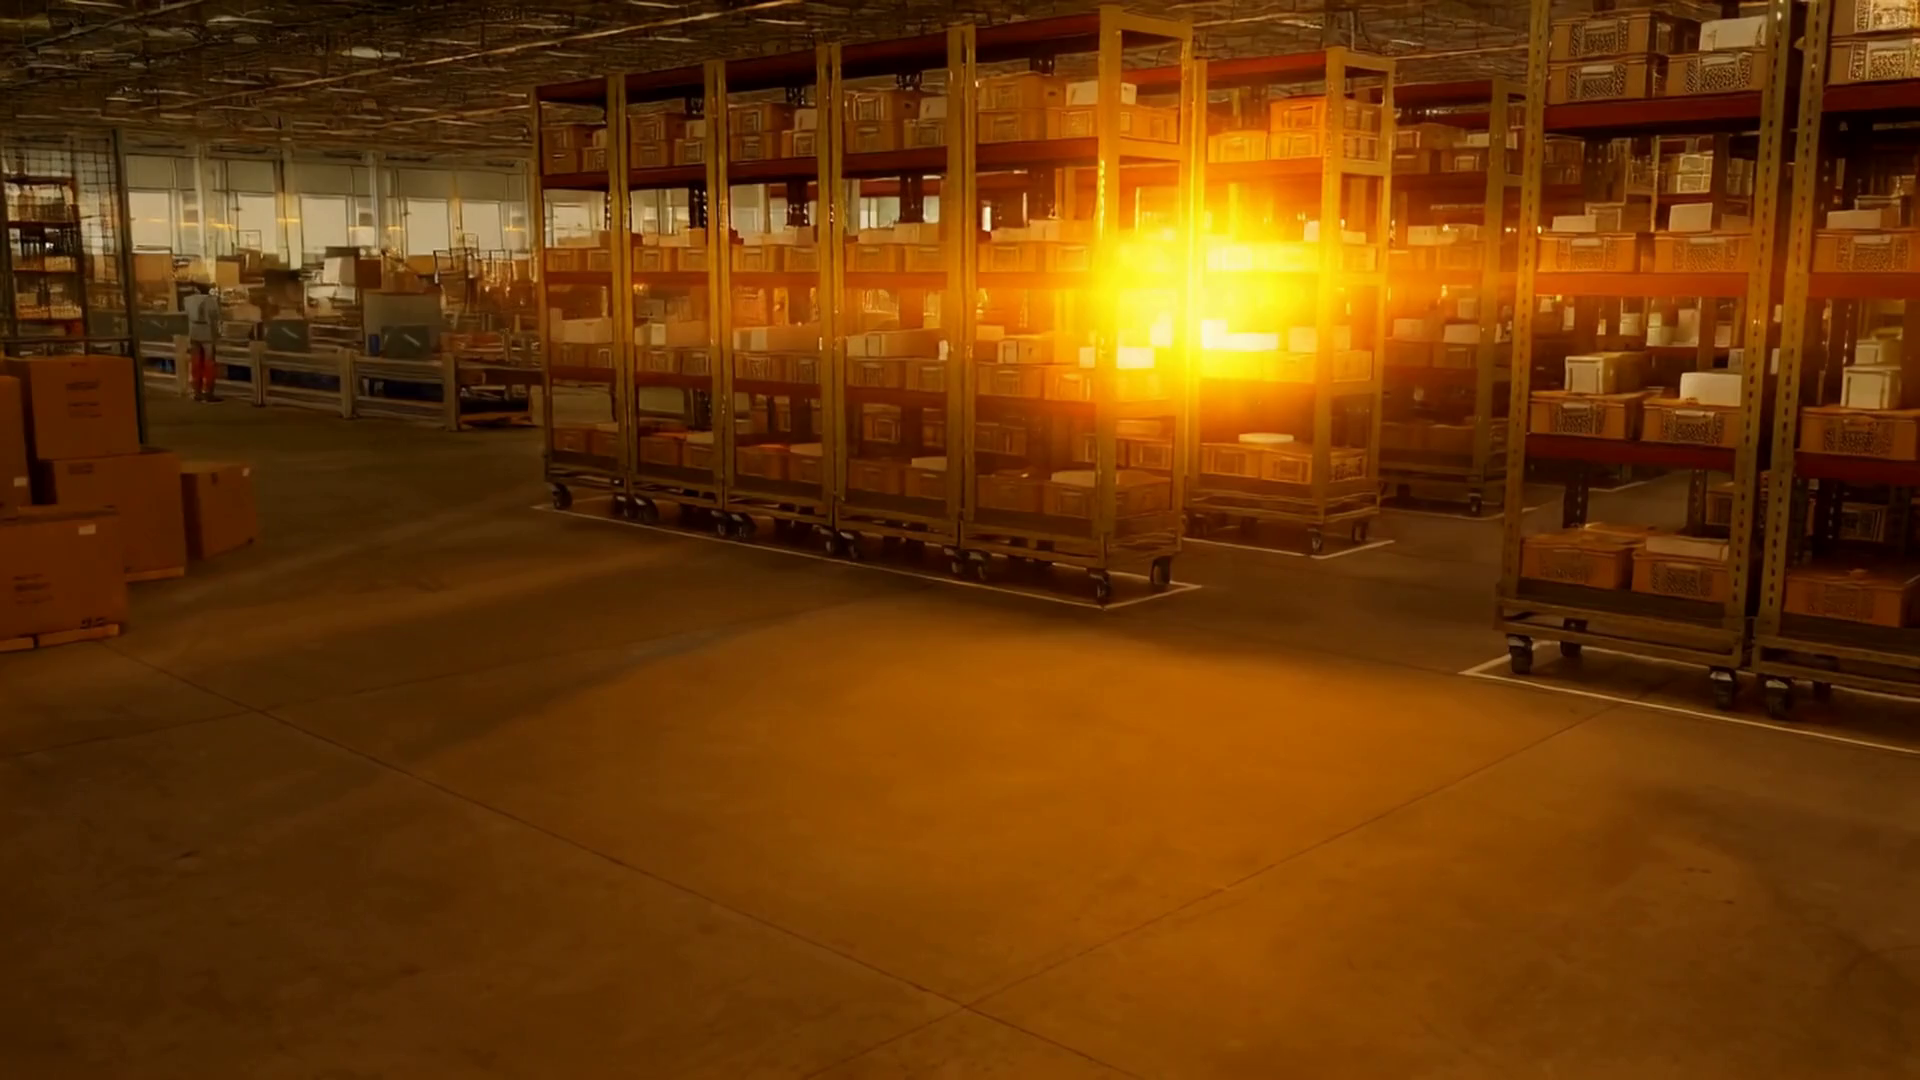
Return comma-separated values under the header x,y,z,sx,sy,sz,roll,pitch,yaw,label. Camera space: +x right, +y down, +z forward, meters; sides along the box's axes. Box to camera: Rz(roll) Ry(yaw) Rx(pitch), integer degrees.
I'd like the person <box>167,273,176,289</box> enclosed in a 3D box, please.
x,y,z,sx,sy,sz,roll,pitch,yaw,label
-32.717,-10.158,69.108,0.353,1.936,0.635,-1,9,-7,person

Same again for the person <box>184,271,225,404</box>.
x,y,z,sx,sy,sz,roll,pitch,yaw,label
-11.572,-3.089,25.495,0.603,2.035,0.403,5,10,28,person

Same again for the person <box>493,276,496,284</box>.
x,y,z,sx,sy,sz,roll,pitch,yaw,label
-25.939,-13.863,92.608,0.541,1.677,0.673,2,9,11,person

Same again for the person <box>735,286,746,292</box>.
x,y,z,sx,sy,sz,roll,pitch,yaw,label
-8.383,-9.132,62.502,0.678,2.000,0.537,-1,9,-6,person

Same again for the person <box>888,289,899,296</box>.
x,y,z,sx,sy,sz,roll,pitch,yaw,label
-2.370,-8.652,59.697,0.378,1.996,0.611,4,10,22,person

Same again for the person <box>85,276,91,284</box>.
x,y,z,sx,sy,sz,roll,pitch,yaw,label
-33.677,-9.279,64.150,0.535,1.792,0.950,4,10,22,person

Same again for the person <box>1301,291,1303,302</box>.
x,y,z,sx,sy,sz,roll,pitch,yaw,label
11.964,-8.293,57.840,0.727,1.886,0.623,2,9,9,person

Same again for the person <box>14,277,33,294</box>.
x,y,z,sx,sy,sz,roll,pitch,yaw,label
-29.846,-7.541,53.108,0.542,1.928,0.399,-8,12,-42,person

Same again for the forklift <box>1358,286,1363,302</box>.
x,y,z,sx,sy,sz,roll,pitch,yaw,label
11.100,-7.017,46.970,1.873,2.768,1.129,9,13,43,forklift

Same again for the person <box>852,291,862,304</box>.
x,y,z,sx,sy,sz,roll,pitch,yaw,label
-3.685,-8.503,59.937,0.339,1.624,0.504,7,12,37,person

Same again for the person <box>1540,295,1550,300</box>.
x,y,z,sx,sy,sz,roll,pitch,yaw,label
16.503,-6.394,46.886,0.870,1.643,0.543,6,11,32,person

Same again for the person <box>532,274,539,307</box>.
x,y,z,sx,sy,sz,roll,pitch,yaw,label
-15.825,-8.983,62.103,0.515,1.876,0.329,7,12,38,person

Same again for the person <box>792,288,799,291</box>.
x,y,z,sx,sy,sz,roll,pitch,yaw,label
-6.135,-8.807,61.500,0.826,1.706,0.594,7,11,35,person

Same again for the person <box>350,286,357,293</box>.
x,y,z,sx,sy,sz,roll,pitch,yaw,label
-23.224,-9.279,63.892,0.597,1.868,0.977,2,9,12,person

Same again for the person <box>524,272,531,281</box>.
x,y,z,sx,sy,sz,roll,pitch,yaw,label
-24.800,-14.477,95.746,0.545,1.908,0.831,6,11,31,person

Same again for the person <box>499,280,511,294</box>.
x,y,z,sx,sy,sz,roll,pitch,yaw,label
-15.955,-8.284,58.384,0.537,1.693,0.320,5,11,30,person

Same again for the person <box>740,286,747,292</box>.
x,y,z,sx,sy,sz,roll,pitch,yaw,label
-7.980,-8.887,61.899,0.656,1.732,0.542,-3,10,-20,person

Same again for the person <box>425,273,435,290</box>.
x,y,z,sx,sy,sz,roll,pitch,yaw,label
-19.353,-8.815,60.921,0.526,1.920,0.580,-3,10,-16,person

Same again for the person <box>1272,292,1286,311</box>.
x,y,z,sx,sy,sz,roll,pitch,yaw,label
4.444,-2.629,23.445,0.949,1.787,0.591,-8,12,-40,person

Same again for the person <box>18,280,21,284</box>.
x,y,z,sx,sy,sz,roll,pitch,yaw,label
-41.464,-10.874,73.639,0.625,1.903,1.011,1,9,5,person

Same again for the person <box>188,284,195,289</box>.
x,y,z,sx,sy,sz,roll,pitch,yaw,label
-26.955,-8.389,58.508,0.509,1.861,0.320,5,11,30,person
